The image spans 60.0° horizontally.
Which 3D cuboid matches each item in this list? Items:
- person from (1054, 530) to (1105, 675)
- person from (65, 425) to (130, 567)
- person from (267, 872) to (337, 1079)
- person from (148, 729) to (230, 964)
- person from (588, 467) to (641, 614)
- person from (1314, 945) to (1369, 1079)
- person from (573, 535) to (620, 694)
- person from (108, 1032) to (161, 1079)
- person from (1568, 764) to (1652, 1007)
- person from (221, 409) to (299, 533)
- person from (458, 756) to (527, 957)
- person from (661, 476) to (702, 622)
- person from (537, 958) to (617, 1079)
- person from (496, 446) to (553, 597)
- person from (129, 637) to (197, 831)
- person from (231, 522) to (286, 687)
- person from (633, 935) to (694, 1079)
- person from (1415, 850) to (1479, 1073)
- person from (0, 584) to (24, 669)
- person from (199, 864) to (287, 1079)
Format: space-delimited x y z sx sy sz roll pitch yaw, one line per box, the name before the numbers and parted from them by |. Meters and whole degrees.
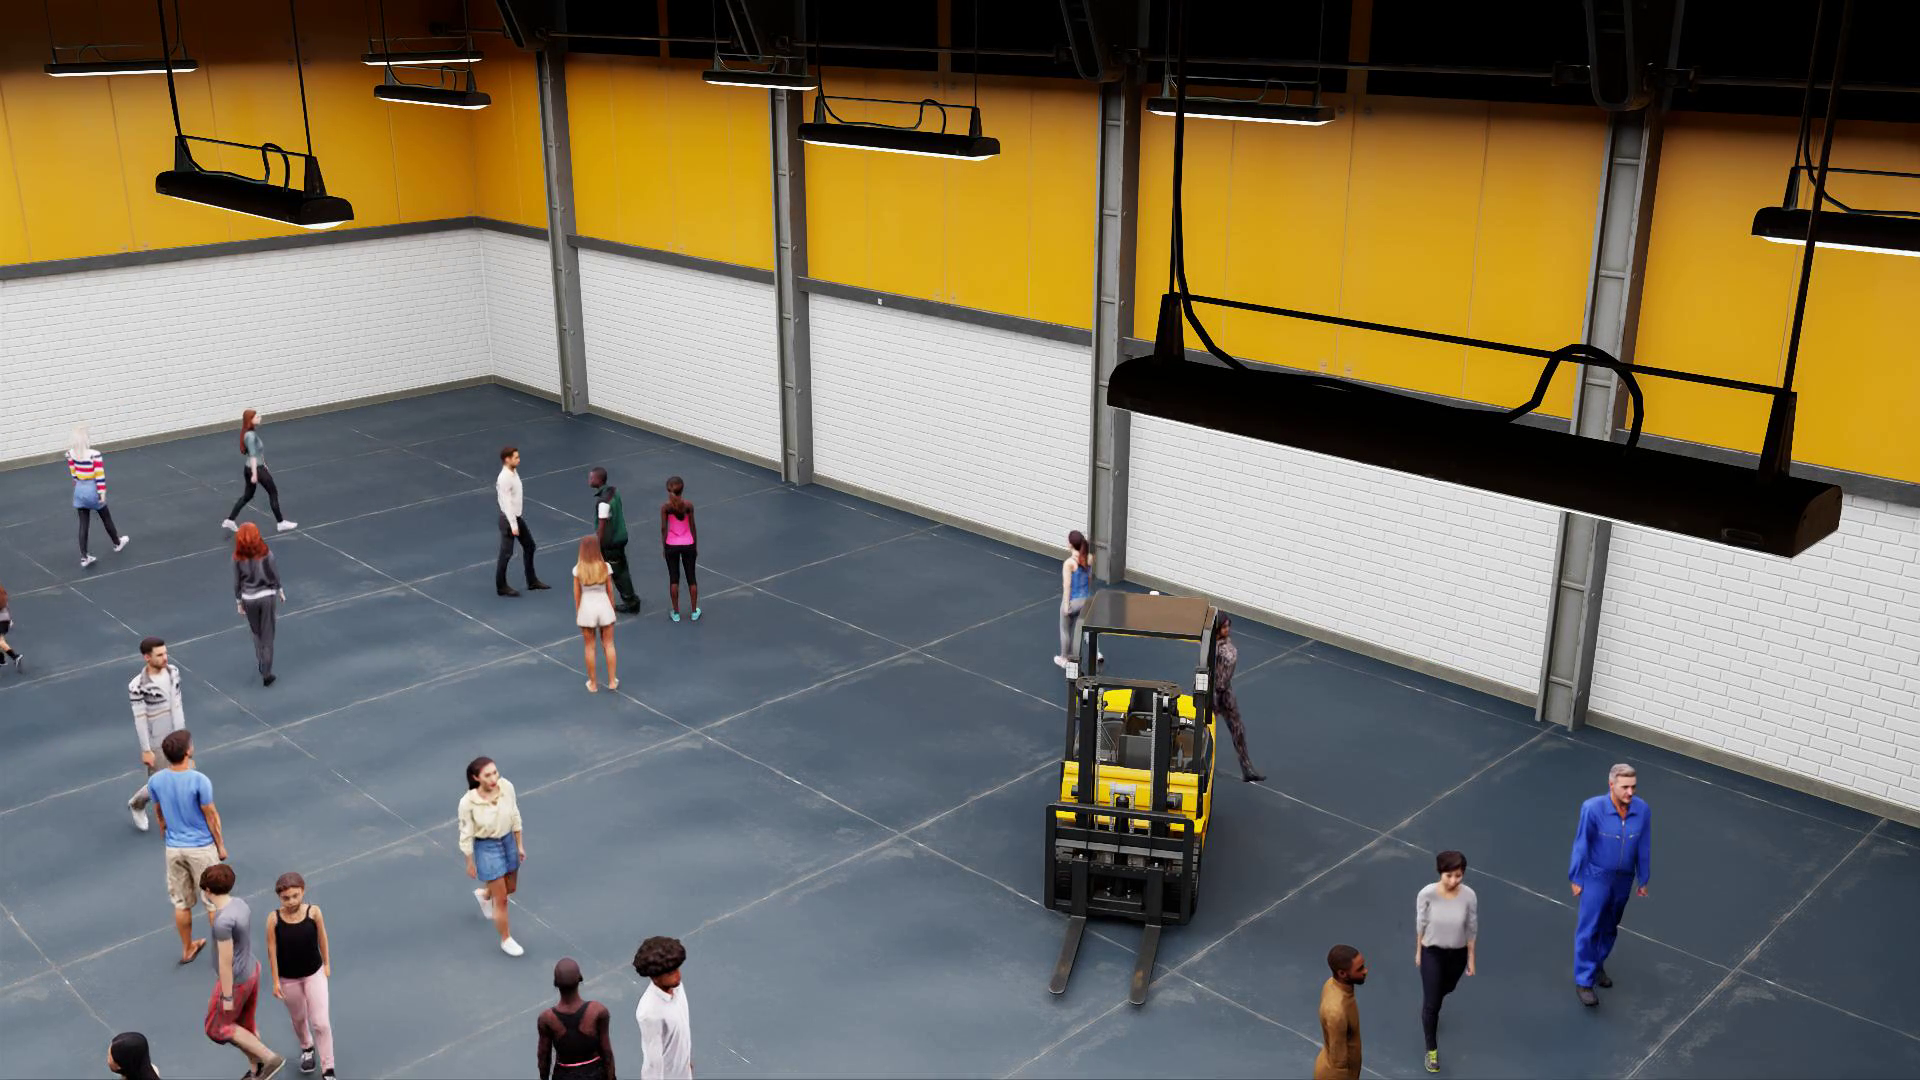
person | 1.291 0.684 17.694 0.704 1.595 1.016 -12 22 -32
person | -11.082 -0.535 21.053 1.139 1.762 1.143 2 19 6
person | -4.441 2.903 11.199 0.750 1.535 0.946 -6 20 -17
person | -5.765 2.300 12.476 0.707 1.862 0.787 2 19 5
person | -3.952 0.036 19.296 1.133 1.801 1.082 0 19 0
person | 2.230 3.202 9.871 0.731 1.817 0.717 4 19 11
person | -3.797 0.760 17.313 0.657 1.695 0.682 -6 19 -16
person | -4.458 3.469 9.144 0.862 1.774 0.789 -3 19 -8
person | 4.698 2.432 12.135 0.932 1.830 0.980 -2 19 -7
person | -9.471 -0.878 22.158 0.873 1.707 1.157 -10 21 -28
person | -3.583 2.359 12.683 0.638 1.619 0.903 -18 25 -42
person | -3.240 0.094 19.242 0.660 1.726 0.704 -3 19 -8
person | -2.222 3.284 9.736 0.830 1.746 0.928 -5 19 -14
person | -5.483 -0.210 19.957 1.046 1.846 0.987 0 19 0
person | -6.900 1.702 14.293 1.161 1.837 0.934 8 20 22
person | -7.342 0.697 17.404 0.803 1.756 0.887 -3 19 -9
person | -1.757 3.176 9.962 0.732 1.808 0.715 3 19 10
person | 3.340 2.810 11.497 1.010 1.522 1.029 1 19 3
person | -10.334 0.879 17.904 0.794 1.093 0.638 7 20 21
person | -4.701 2.922 11.014 0.846 1.618 0.780 -5 19 -13
